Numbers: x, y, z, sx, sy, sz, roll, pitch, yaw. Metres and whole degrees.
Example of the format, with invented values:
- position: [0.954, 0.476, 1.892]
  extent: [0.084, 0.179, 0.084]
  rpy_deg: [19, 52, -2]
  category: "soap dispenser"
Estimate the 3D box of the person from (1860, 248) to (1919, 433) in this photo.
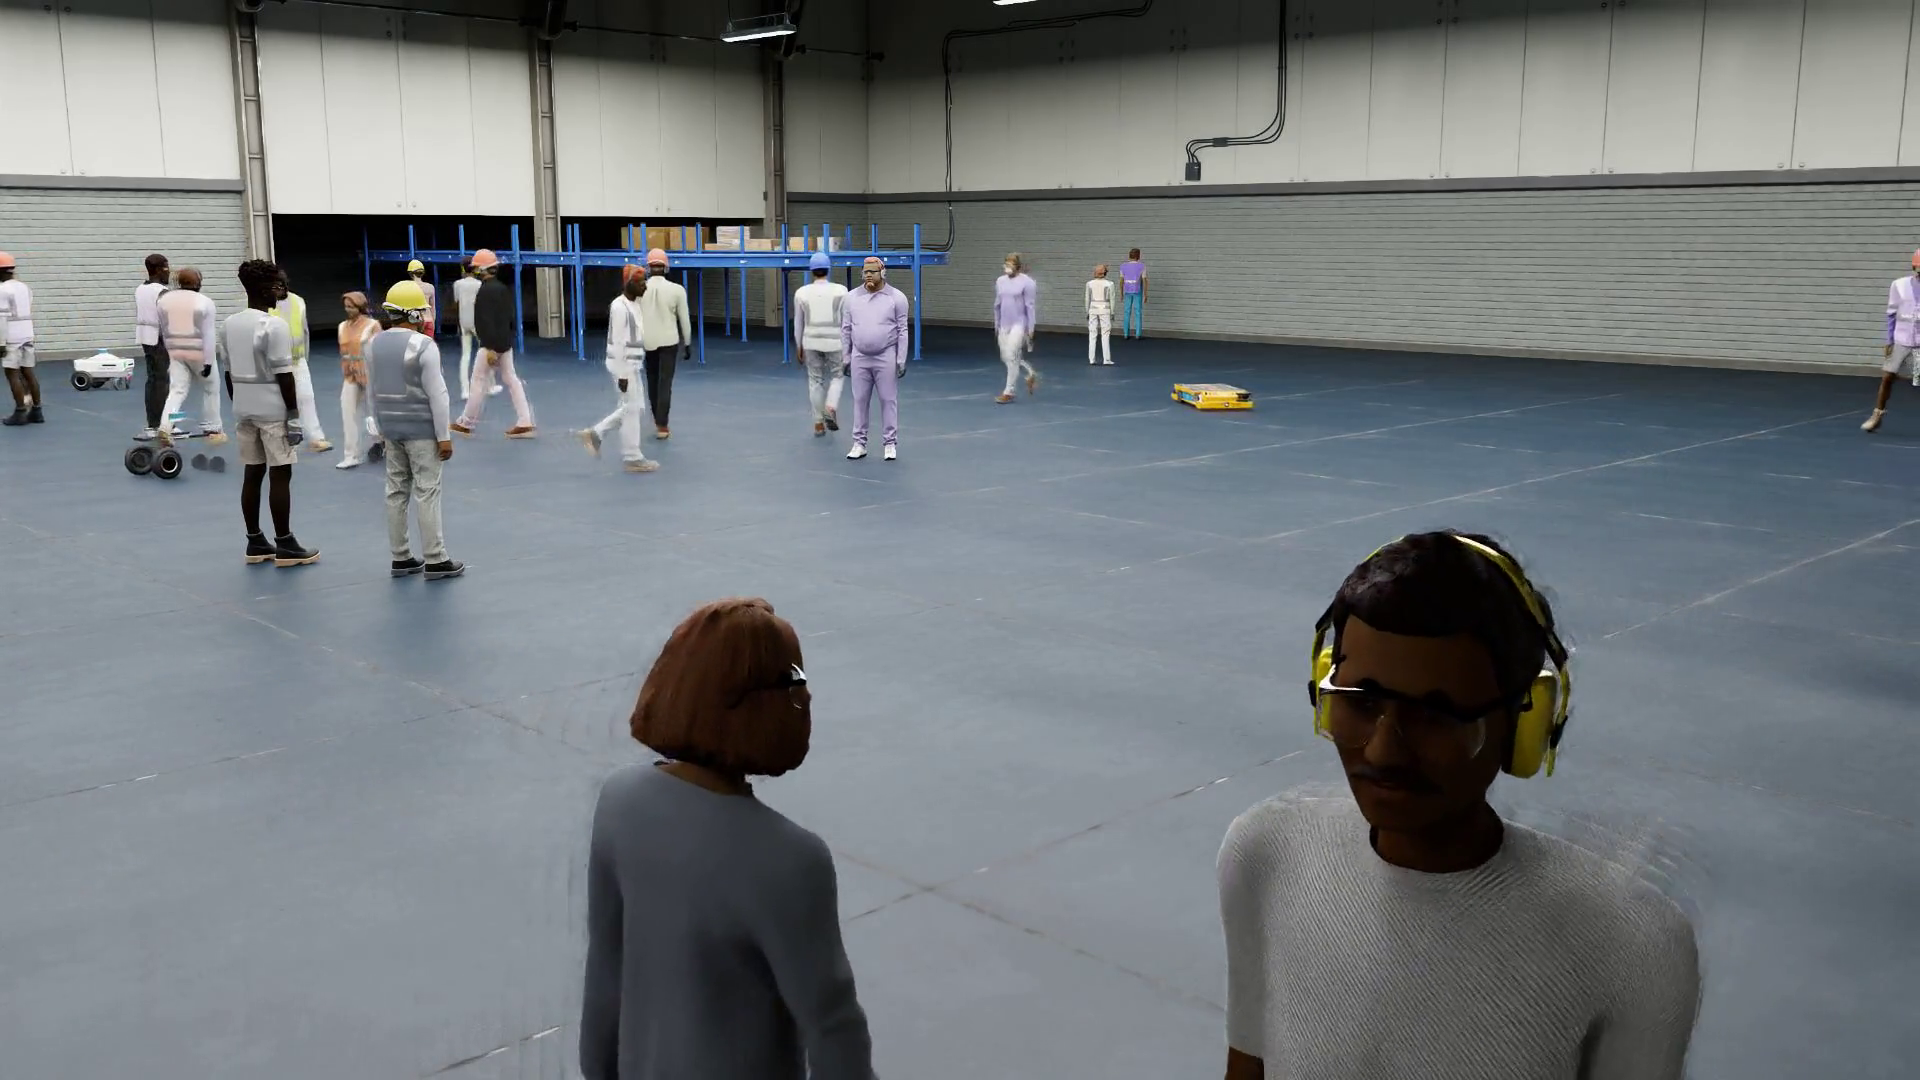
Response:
- position: [9.986, -2.076, 17.462]
  extent: [0.851, 2.007, 0.614]
  rpy_deg: [9, 14, 41]
  category: "person"

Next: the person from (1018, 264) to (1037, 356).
- position: [1.106, -4.068, 29.411]
  extent: [0.526, 1.589, 0.849]
  rpy_deg: [1, 10, 7]
  category: "person"

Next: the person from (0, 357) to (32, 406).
- position: [-11.848, -2.519, 20.417]
  extent: [0.525, 1.813, 0.937]
  rpy_deg: [4, 11, 21]
  category: "person"

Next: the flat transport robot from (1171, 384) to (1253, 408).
- position: [3.149, -1.817, 20.883]
  extent: [0.652, 0.197, 1.431]
  rpy_deg: [-1, 10, -7]
  category: "flat transport robot"

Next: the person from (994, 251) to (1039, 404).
- position: [0.741, -2.715, 21.198]
  extent: [0.654, 1.913, 0.747]
  rpy_deg: [10, 14, 44]
  category: "person"

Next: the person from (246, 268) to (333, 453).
- position: [-6.491, -1.710, 16.036]
  extent: [0.885, 1.791, 0.641]
  rpy_deg: [8, 13, 37]
  category: "person"

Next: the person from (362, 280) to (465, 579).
- position: [-3.381, -0.681, 10.310]
  extent: [0.590, 1.833, 0.404]
  rpy_deg: [5, 11, 25]
  category: "person"

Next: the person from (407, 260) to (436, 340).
- position: [-7.546, -3.015, 23.221]
  extent: [0.311, 1.769, 0.522]
  rpy_deg: [7, 12, 33]
  category: "person"

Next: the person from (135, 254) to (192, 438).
- position: [-8.400, -2.028, 17.420]
  extent: [0.595, 1.917, 0.373]
  rpy_deg: [8, 13, 38]
  category: "person"

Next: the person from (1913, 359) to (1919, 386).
- position: [13.649, -3.021, 23.309]
  extent: [0.302, 1.745, 0.483]
  rpy_deg: [-3, 11, -17]
  category: "person"

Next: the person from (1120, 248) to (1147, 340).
- position: [3.531, -5.013, 33.901]
  extent: [0.570, 1.840, 0.372]
  rpy_deg: [5, 11, 23]
  category: "person"

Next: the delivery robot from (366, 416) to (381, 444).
- position: [-5.256, -1.077, 15.818]
  extent: [0.707, 0.478, 0.477]
  rpy_deg: [-1, 11, -7]
  category: "delivery robot"

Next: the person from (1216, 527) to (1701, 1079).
- position: [0.520, 0.879, 1.787]
  extent: [0.523, 1.853, 0.698]
  rpy_deg: [8, 13, 36]
  category: "person"

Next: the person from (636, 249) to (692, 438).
- position: [-3.167, -2.110, 17.746]
  extent: [0.653, 1.955, 0.938]
  rpy_deg: [1, 10, 3]
  category: "person"

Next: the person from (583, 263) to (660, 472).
- position: [-3.067, -1.537, 14.900]
  extent: [0.646, 1.860, 0.631]
  rpy_deg: [1, 10, 3]
  category: "person"

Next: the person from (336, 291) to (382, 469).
- position: [-5.466, -1.494, 15.343]
  extent: [0.508, 1.606, 0.770]
  rpy_deg: [4, 11, 18]
  category: "person"

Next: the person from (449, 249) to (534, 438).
- position: [-4.952, -2.042, 17.383]
  extent: [0.997, 1.948, 0.646]
  rpy_deg: [2, 11, 9]
  category: "person"

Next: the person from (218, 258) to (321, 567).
- position: [-4.465, -0.822, 10.711]
  extent: [0.610, 1.965, 0.364]
  rpy_deg: [6, 12, 29]
  category: "person"

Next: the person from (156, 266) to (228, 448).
- position: [-7.740, -1.832, 16.668]
  extent: [0.618, 1.811, 0.891]
  rpy_deg: [0, 10, 2]
  category: "person"

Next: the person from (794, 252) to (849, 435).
- position: [-1.454, -2.081, 17.670]
  extent: [0.630, 1.927, 0.441]
  rpy_deg: [1, 10, 3]
  category: "person"

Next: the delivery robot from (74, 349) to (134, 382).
- position: [-11.858, -2.405, 23.057]
  extent: [0.707, 0.478, 0.477]
  rpy_deg: [-1, 11, -6]
  category: "delivery robot"

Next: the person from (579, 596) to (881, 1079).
- position: [-0.308, 0.867, 2.537]
  extent: [0.847, 1.586, 0.528]
  rpy_deg: [-10, 14, -43]
  category: "person"

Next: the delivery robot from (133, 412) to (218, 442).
- position: [-7.001, -1.027, 14.835]
  extent: [0.335, 0.223, 0.698]
  rpy_deg: [7, 13, 33]
  category: "delivery robot"

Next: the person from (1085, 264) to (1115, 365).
- position: [2.288, -3.681, 27.191]
  extent: [0.514, 1.641, 0.315]
  rpy_deg: [5, 12, 27]
  category: "person"

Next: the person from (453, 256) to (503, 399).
- position: [-6.342, -2.795, 21.837]
  extent: [0.580, 1.833, 0.891]
  rpy_deg: [2, 11, 9]
  category: "person"

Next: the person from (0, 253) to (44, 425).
- position: [-10.687, -2.267, 18.764]
  extent: [0.444, 1.918, 0.552]
  rpy_deg: [1, 10, 5]
  category: "person"

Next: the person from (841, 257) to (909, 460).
- position: [-0.819, -1.716, 15.749]
  extent: [0.651, 1.907, 0.409]
  rpy_deg: [2, 11, 10]
  category: "person"
